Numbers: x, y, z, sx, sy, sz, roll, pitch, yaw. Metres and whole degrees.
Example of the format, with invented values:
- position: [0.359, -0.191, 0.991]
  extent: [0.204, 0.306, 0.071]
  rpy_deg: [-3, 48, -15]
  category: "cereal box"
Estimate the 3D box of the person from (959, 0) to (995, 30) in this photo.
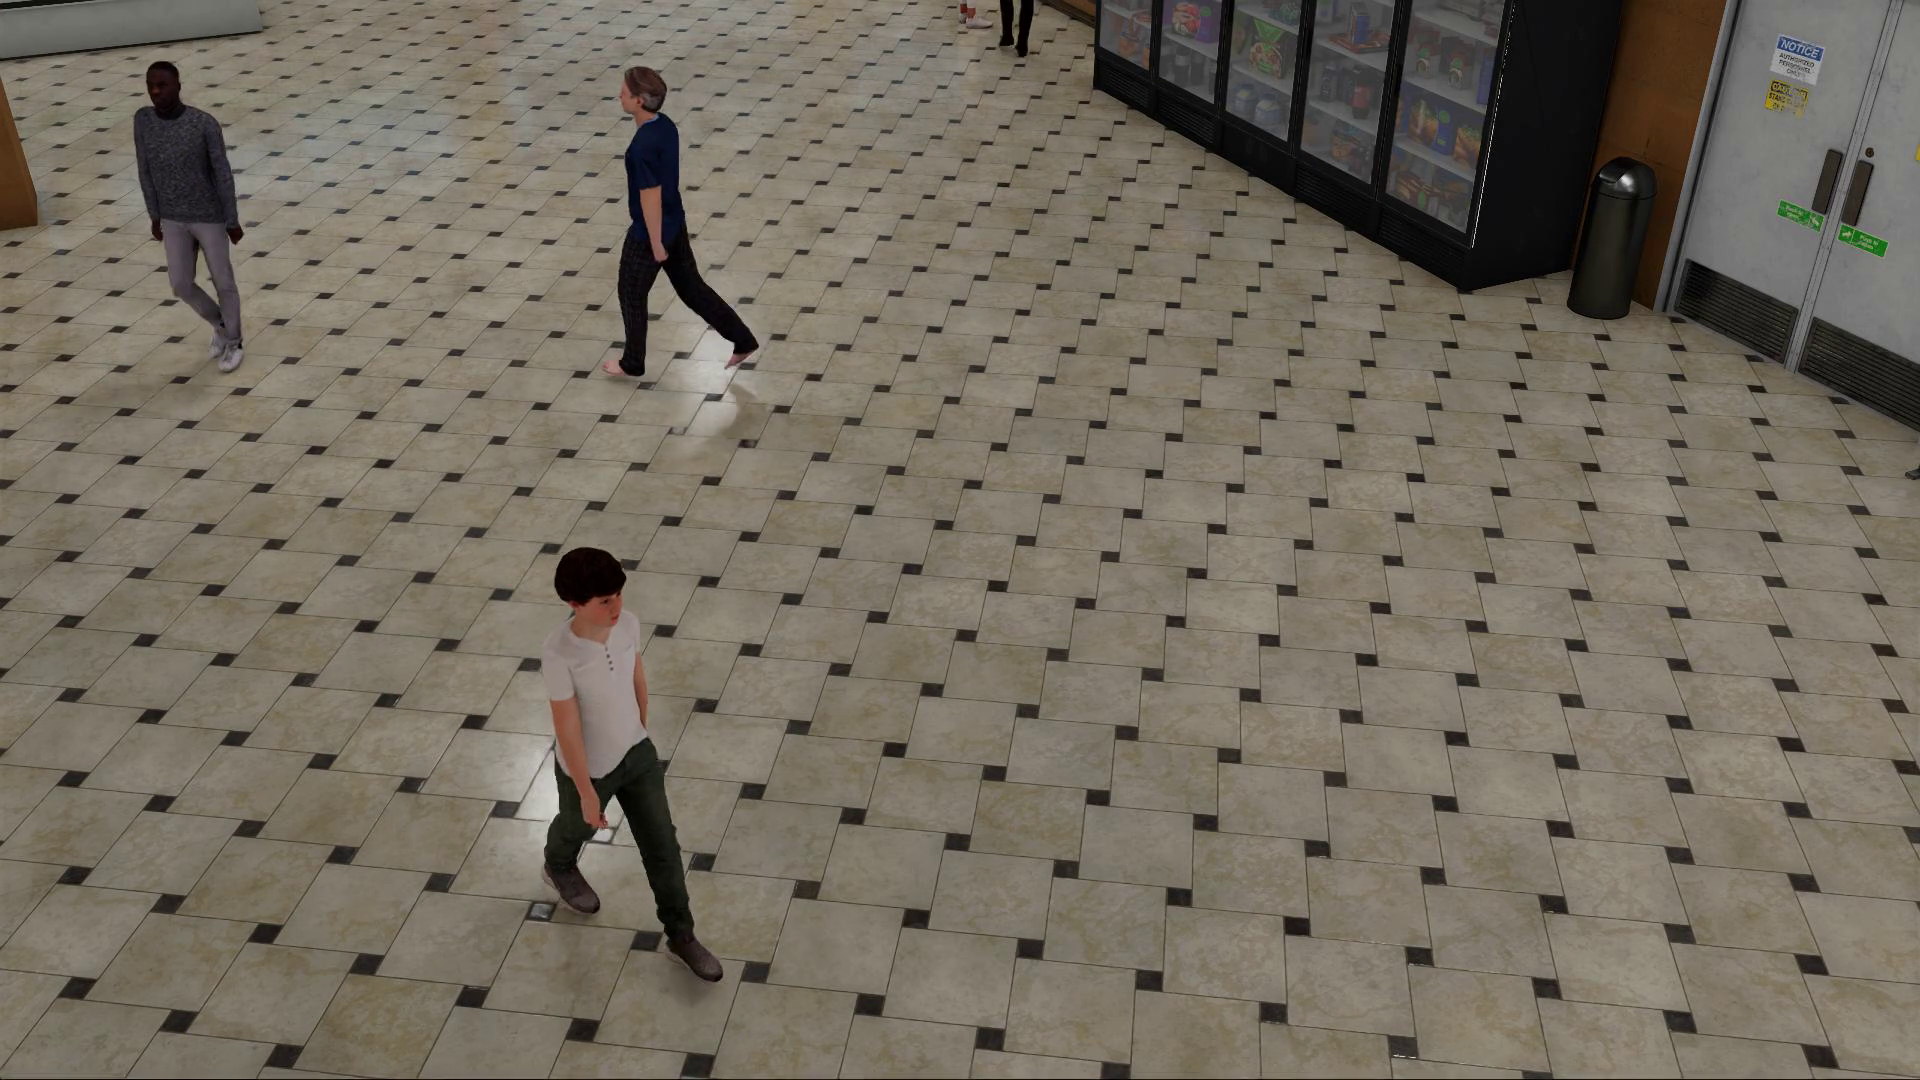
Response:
- position: [0.121, -5.911, 16.284]
  extent: [0.540, 1.700, 0.639]
  rpy_deg: [-10, 33, -16]
  category: "person"

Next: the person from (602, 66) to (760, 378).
- position: [-1.619, -1.754, 9.478]
  extent: [1.251, 1.833, 1.103]
  rpy_deg: [6, 32, 10]
  category: "person"

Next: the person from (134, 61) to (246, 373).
- position: [-4.436, -1.909, 9.730]
  extent: [0.755, 1.829, 0.882]
  rpy_deg: [0, 32, 0]
  category: "person"

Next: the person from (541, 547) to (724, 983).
- position: [-1.273, 0.736, 5.681]
  extent: [0.890, 1.616, 1.124]
  rpy_deg: [27, 41, 36]
  category: "person"
